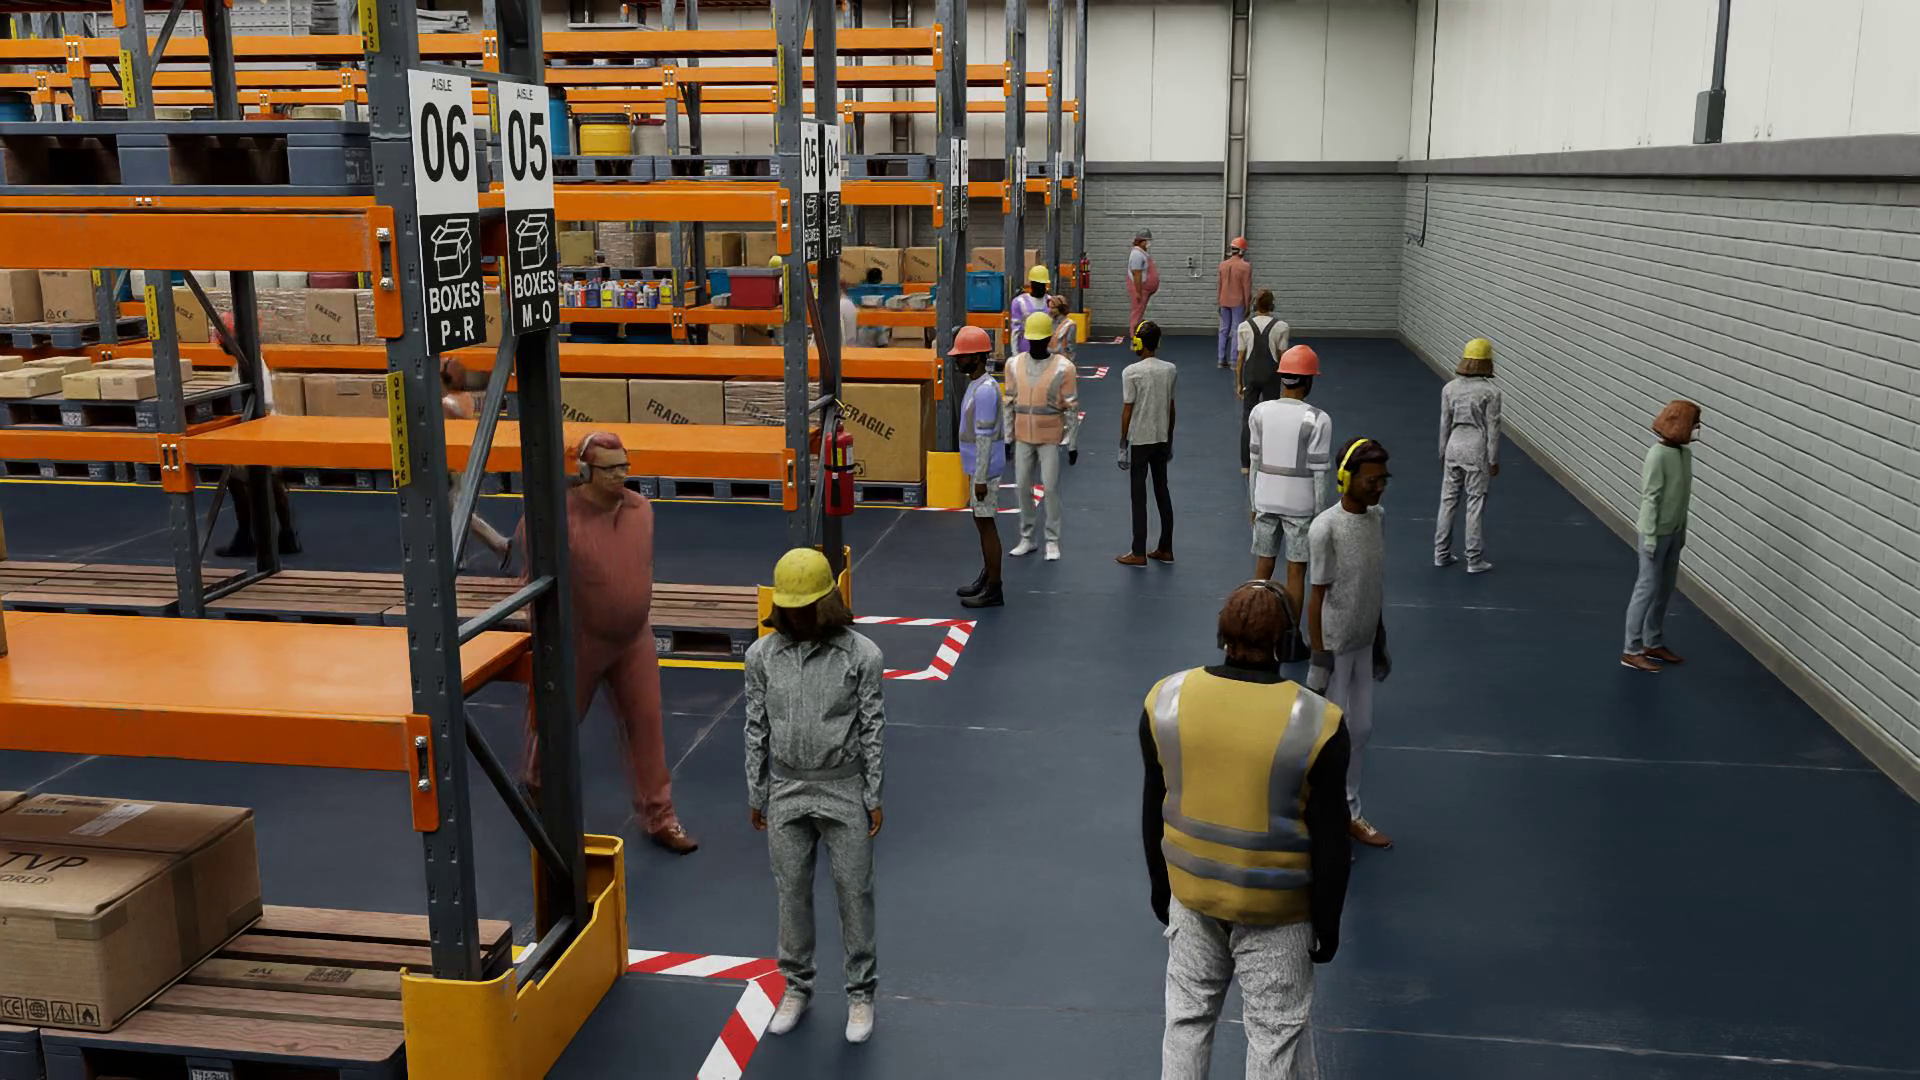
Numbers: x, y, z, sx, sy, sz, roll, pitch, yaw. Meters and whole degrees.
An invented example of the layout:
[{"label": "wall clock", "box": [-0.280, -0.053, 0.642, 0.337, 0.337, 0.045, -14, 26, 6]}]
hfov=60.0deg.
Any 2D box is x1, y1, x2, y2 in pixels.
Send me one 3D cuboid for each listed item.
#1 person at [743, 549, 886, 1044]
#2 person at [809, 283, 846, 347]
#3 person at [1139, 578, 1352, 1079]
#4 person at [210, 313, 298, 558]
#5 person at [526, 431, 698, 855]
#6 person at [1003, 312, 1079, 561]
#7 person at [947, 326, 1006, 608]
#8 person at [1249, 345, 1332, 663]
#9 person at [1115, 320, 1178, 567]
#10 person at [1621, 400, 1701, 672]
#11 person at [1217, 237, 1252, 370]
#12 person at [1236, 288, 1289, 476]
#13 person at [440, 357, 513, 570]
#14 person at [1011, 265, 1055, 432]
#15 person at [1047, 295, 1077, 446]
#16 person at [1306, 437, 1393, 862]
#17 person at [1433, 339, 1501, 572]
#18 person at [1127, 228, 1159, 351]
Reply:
[{"label": "person", "box": [-0.497, 0.868, 5.664, 0.490, 1.731, 0.322, 2, 13, 8]}, {"label": "person", "box": [-1.382, -1.760, 17.298, 0.404, 1.828, 0.603, 1, 13, 3]}, {"label": "person", "box": [0.818, 1.012, 4.785, 0.625, 1.835, 0.429, 7, 15, 30]}, {"label": "person", "box": [-5.522, -0.791, 12.782, 0.753, 1.895, 0.602, -2, 13, -10]}, {"label": "person", "box": [-1.631, 0.425, 7.387, 1.042, 1.859, 0.660, 12, 17, 43]}, {"label": "person", "box": [0.603, -0.789, 12.732, 0.599, 1.913, 0.410, 6, 14, 26]}, {"label": "person", "box": [0.112, -0.500, 11.401, 0.398, 1.928, 0.541, -1, 13, -5]}, {"label": "person", "box": [2.009, -0.219, 10.130, 0.540, 1.930, 0.389, 10, 16, 37]}, {"label": "person", "box": [1.412, -0.726, 12.576, 0.506, 1.861, 0.329, -8, 15, -31]}, {"label": "person", "box": [4.214, -0.031, 9.963, 0.505, 1.628, 0.280, -12, 17, -42]}, {"label": "person", "box": [4.159, -3.572, 25.158, 0.434, 1.977, 0.602, -11, 17, -41]}, {"label": "person", "box": [2.947, -1.530, 16.246, 0.504, 1.839, 0.350, 4, 13, 18]}, {"label": "person", "box": [-3.648, -0.540, 12.271, 0.644, 1.622, 0.521, 1, 13, 7]}, {"label": "person", "box": [0.863, -2.148, 18.865, 0.596, 1.914, 0.402, -5, 13, -21]}, {"label": "person", "box": [1.095, -1.858, 18.200, 0.313, 1.627, 0.527, -9, 15, -35]}, {"label": "person", "box": [1.683, 0.472, 7.173, 0.525, 1.855, 0.341, -12, 17, -43]}, {"label": "person", "box": [3.819, -0.636, 12.447, 0.334, 1.735, 0.485, -10, 16, -38]}, {"label": "person", "box": [3.057, -4.187, 27.775, 0.535, 2.000, 0.684, 2, 13, 9]}]
